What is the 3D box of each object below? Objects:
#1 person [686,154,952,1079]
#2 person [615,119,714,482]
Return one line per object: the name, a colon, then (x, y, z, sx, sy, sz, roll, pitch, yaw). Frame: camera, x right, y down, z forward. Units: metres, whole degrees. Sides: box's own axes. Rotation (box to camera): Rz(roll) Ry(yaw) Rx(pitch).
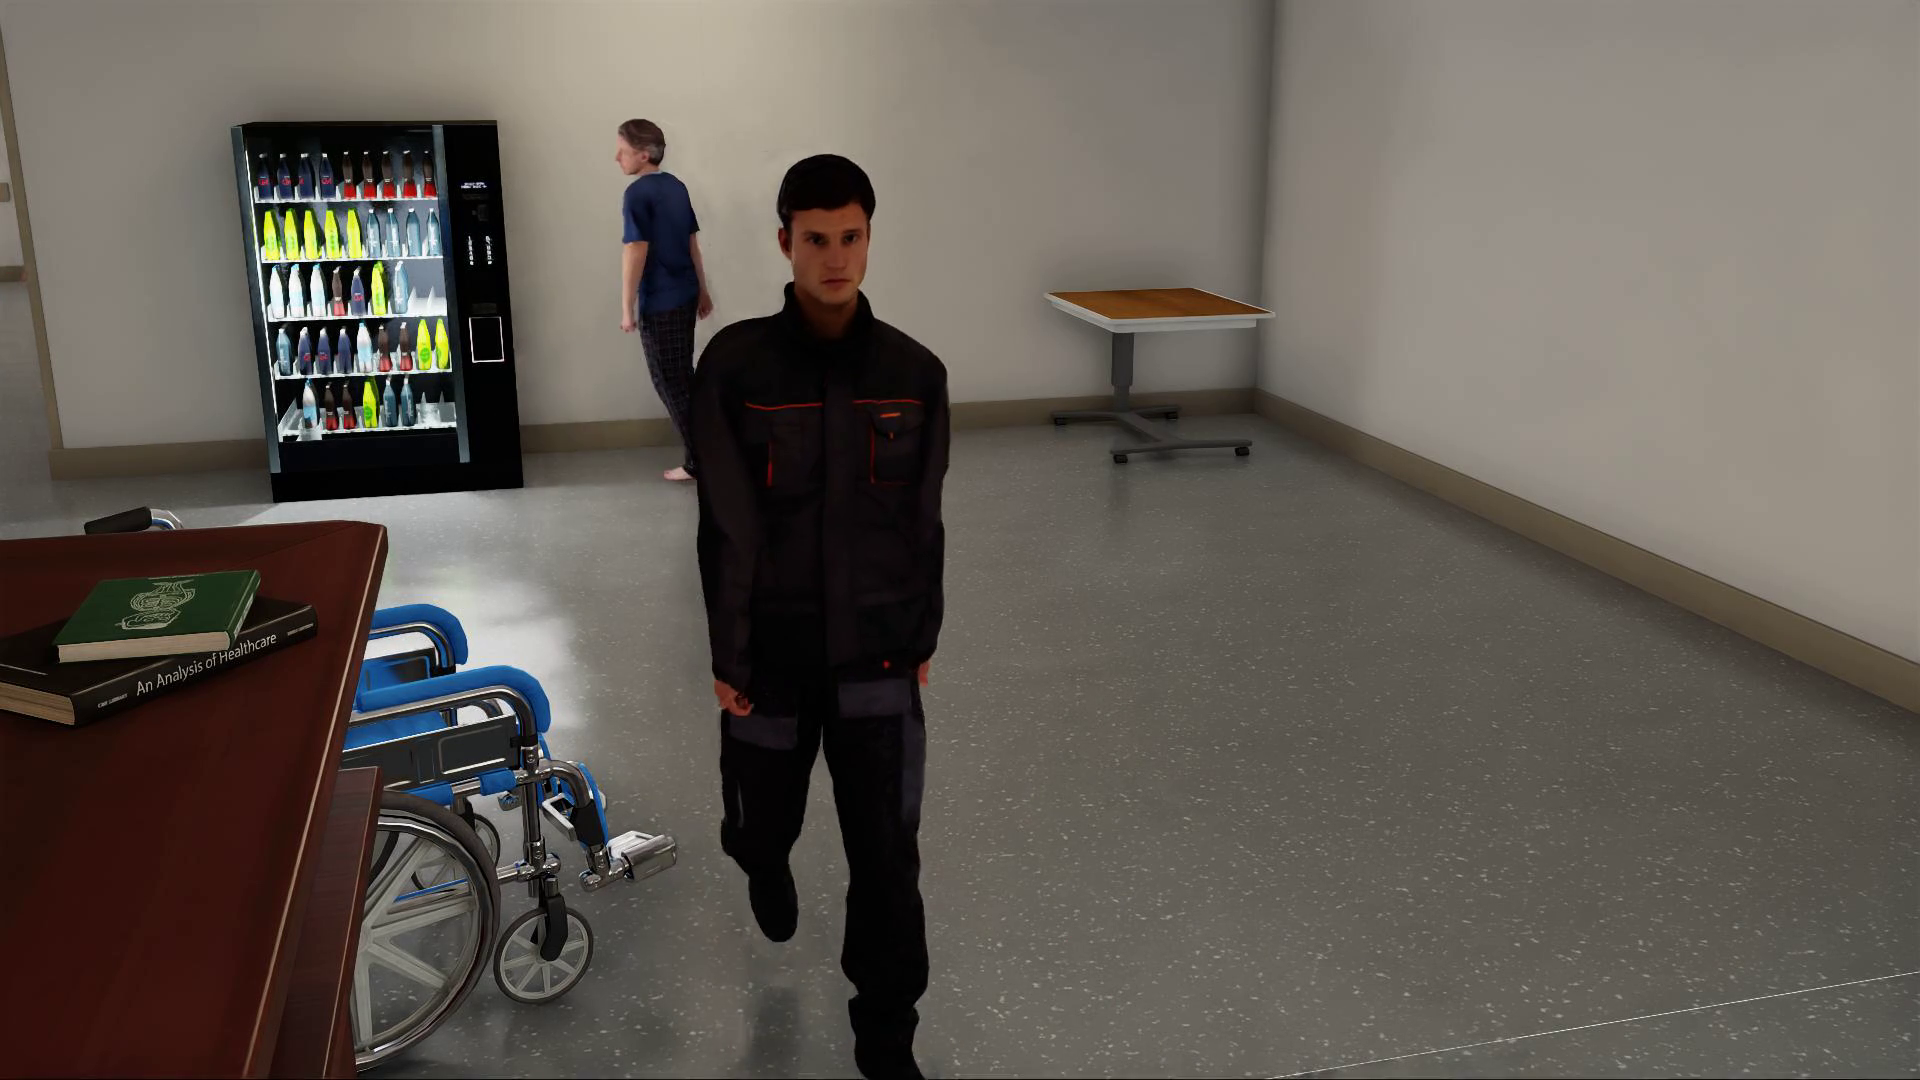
person: (-0.319, 0.194, 3.477, 1.094, 1.898, 0.734, -4, 16, -14)
person: (-1.434, -1.193, 8.524, 0.867, 1.830, 0.857, 10, 18, 31)
